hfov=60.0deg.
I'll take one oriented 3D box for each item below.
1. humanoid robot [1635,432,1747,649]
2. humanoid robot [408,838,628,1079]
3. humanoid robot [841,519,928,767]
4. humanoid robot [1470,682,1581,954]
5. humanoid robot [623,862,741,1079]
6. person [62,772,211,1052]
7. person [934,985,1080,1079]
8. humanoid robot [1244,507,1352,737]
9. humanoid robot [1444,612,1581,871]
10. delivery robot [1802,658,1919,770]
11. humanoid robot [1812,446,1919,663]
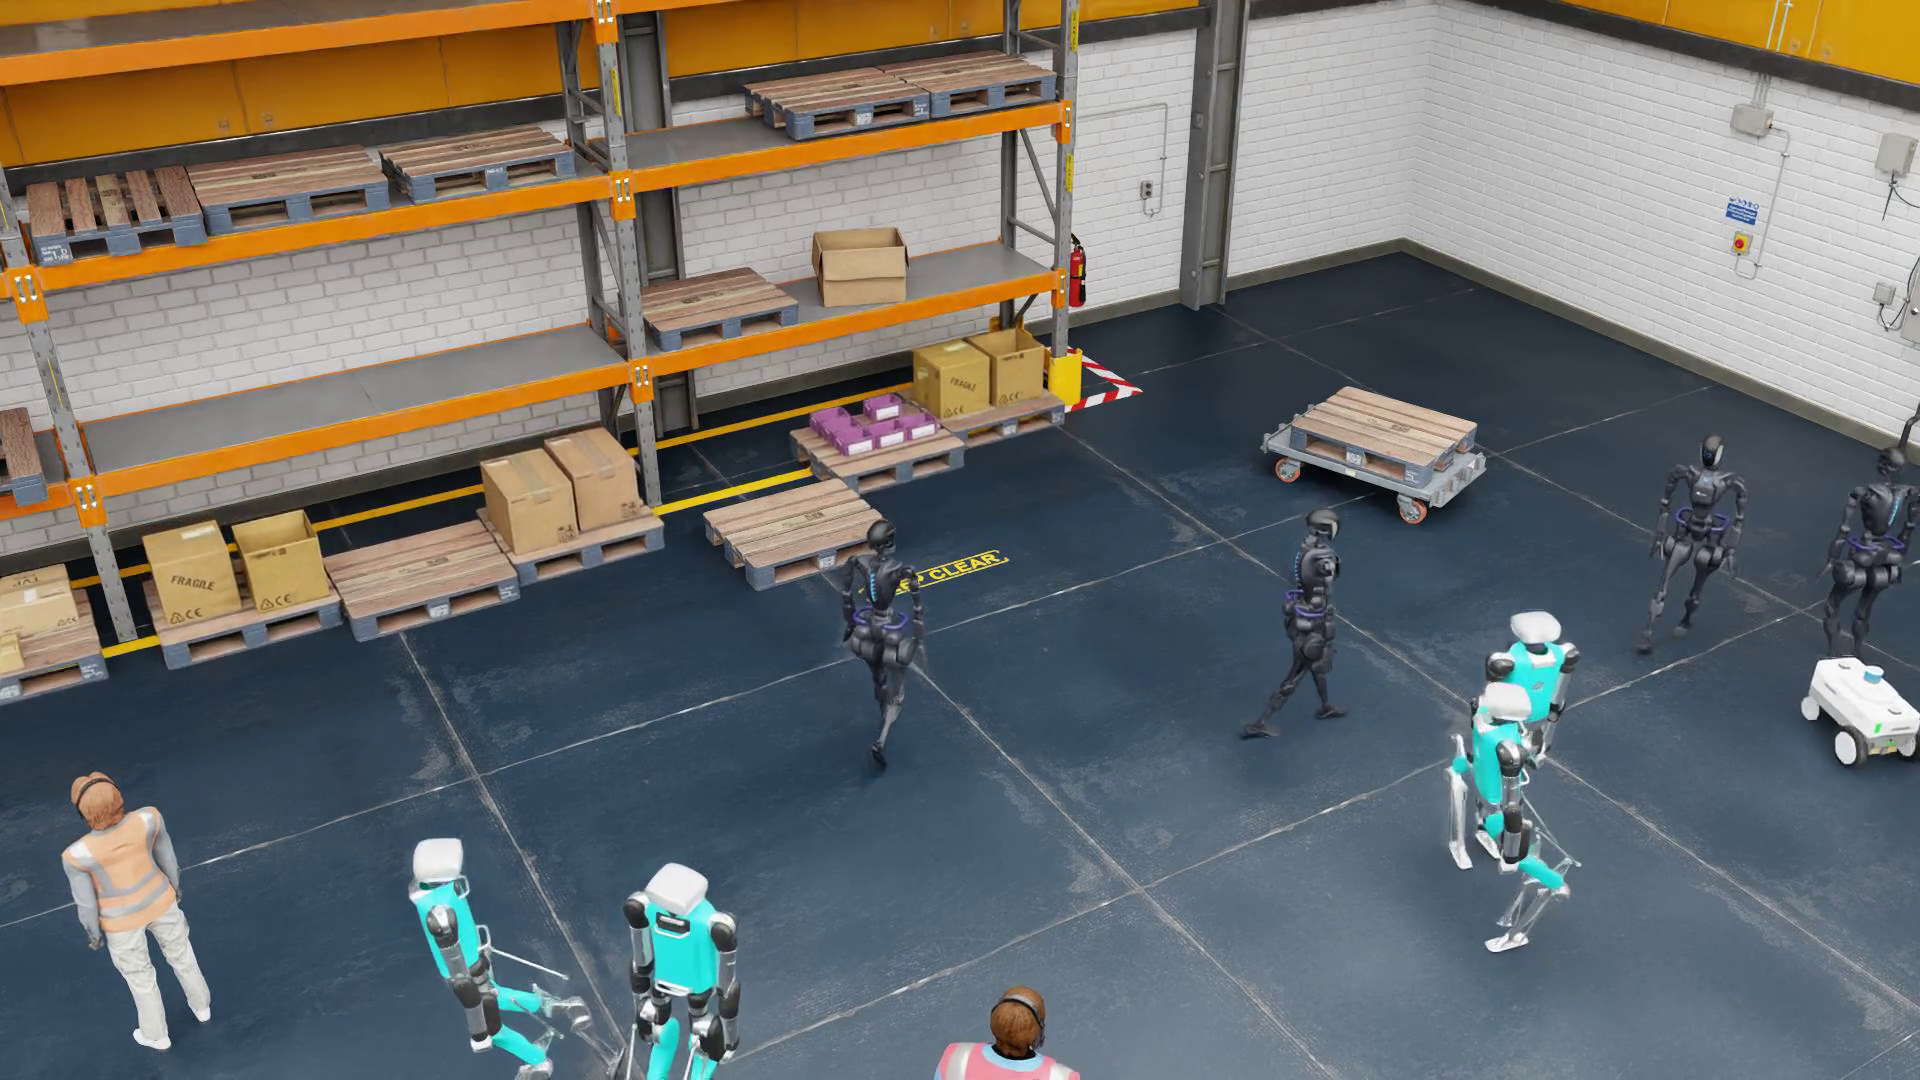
[{"bbox_3d":[5.097,0.040,11.509,0.599,1.644,0.659,18,34,29],"label":"humanoid robot"},{"bbox_3d":[-1.984,2.073,7.840,0.980,1.764,0.547,-11,31,-18],"label":"humanoid robot"},{"bbox_3d":[-0.519,0.620,10.470,0.598,1.638,0.689,11,31,18],"label":"humanoid robot"},{"bbox_3d":[3.014,1.537,8.813,0.798,1.817,0.533,-1,29,-3],"label":"humanoid robot"},{"bbox_3d":[-1.323,2.371,7.356,0.540,1.839,0.847,9,31,16],"label":"humanoid robot"},{"bbox_3d":[-4.106,1.854,8.295,0.311,1.641,0.512,21,36,33],"label":"person"},{"bbox_3d":[0.212,2.566,6.850,0.628,1.838,0.432,8,30,14],"label":"person"},{"bbox_3d":[2.223,0.532,10.651,0.783,1.627,0.583,-5,30,-9],"label":"humanoid robot"},{"bbox_3d":[3.054,1.077,9.525,0.535,1.746,0.732,-7,30,-12],"label":"humanoid robot"},{"bbox_3d":[5.839,1.103,10.743,0.499,0.606,0.807,-4,30,-8],"label":"delivery robot"},{"bbox_3d":[6.148,0.140,11.298,0.612,1.642,0.350,-4,30,-7],"label":"humanoid robot"}]
